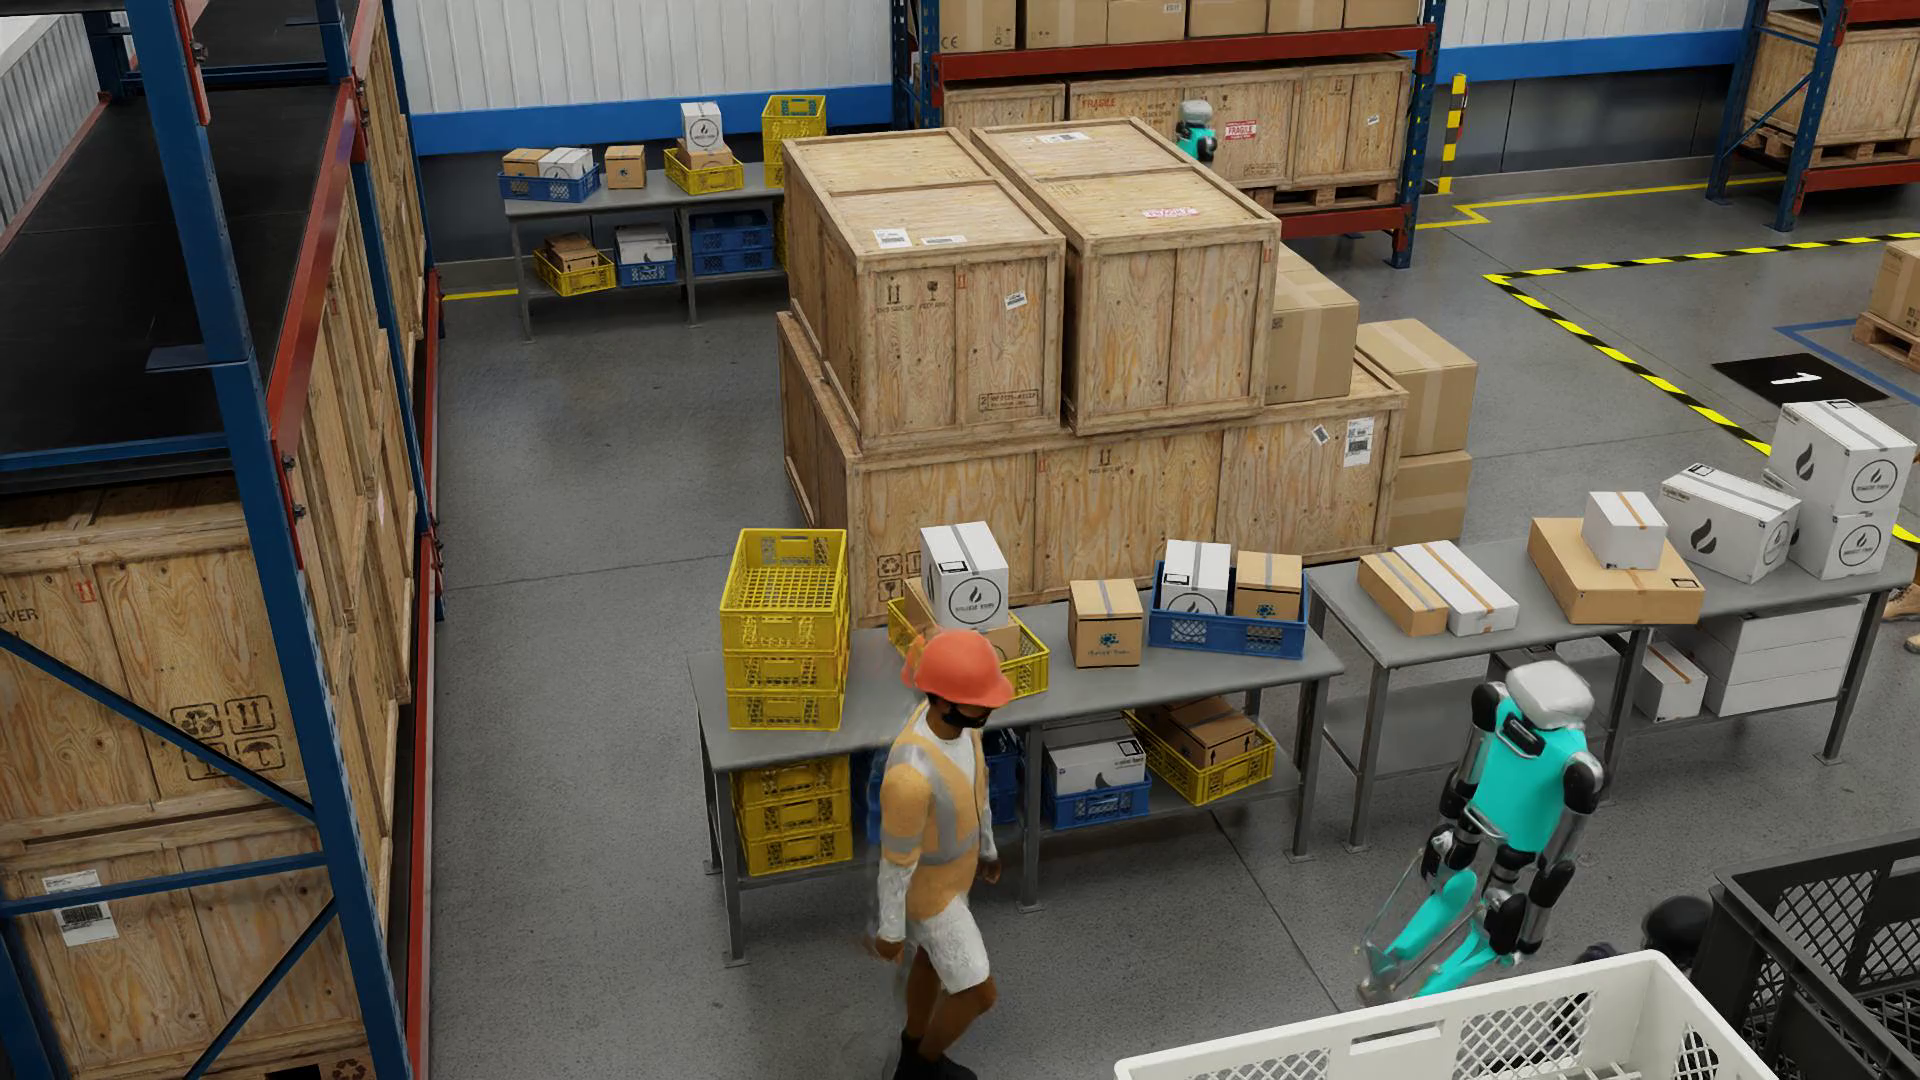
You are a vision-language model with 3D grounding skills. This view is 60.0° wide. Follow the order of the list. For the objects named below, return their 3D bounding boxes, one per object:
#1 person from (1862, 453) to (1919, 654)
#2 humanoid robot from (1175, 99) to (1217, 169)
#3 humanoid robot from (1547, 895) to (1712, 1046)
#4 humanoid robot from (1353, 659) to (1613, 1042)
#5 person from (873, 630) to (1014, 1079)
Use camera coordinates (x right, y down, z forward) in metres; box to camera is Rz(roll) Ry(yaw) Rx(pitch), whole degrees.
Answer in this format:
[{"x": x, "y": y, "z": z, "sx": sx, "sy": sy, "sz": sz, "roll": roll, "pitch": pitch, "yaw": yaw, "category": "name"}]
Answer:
[{"x": 4.860, "y": -0.396, "z": 7.998, "sx": 0.391, "sy": 2.041, "sz": 0.610, "roll": -5, "pitch": 29, "yaw": -9, "category": "person"}, {"x": 1.258, "y": -2.121, "z": 11.487, "sx": 0.989, "sy": 1.774, "sz": 0.538, "roll": -6, "pitch": 29, "yaw": -11, "category": "humanoid robot"}, {"x": 1.793, "y": 1.687, "z": 4.593, "sx": 0.460, "sy": 1.643, "sz": 0.585, "roll": -19, "pitch": 34, "yaw": -31, "category": "humanoid robot"}, {"x": 1.493, "y": 1.253, "z": 5.373, "sx": 0.896, "sy": 1.823, "sz": 0.573, "roll": -13, "pitch": 32, "yaw": -23, "category": "humanoid robot"}, {"x": -0.033, "y": 1.105, "z": 5.408, "sx": 0.499, "sy": 1.915, "sz": 0.546, "roll": 8, "pitch": 30, "yaw": 14, "category": "person"}]
